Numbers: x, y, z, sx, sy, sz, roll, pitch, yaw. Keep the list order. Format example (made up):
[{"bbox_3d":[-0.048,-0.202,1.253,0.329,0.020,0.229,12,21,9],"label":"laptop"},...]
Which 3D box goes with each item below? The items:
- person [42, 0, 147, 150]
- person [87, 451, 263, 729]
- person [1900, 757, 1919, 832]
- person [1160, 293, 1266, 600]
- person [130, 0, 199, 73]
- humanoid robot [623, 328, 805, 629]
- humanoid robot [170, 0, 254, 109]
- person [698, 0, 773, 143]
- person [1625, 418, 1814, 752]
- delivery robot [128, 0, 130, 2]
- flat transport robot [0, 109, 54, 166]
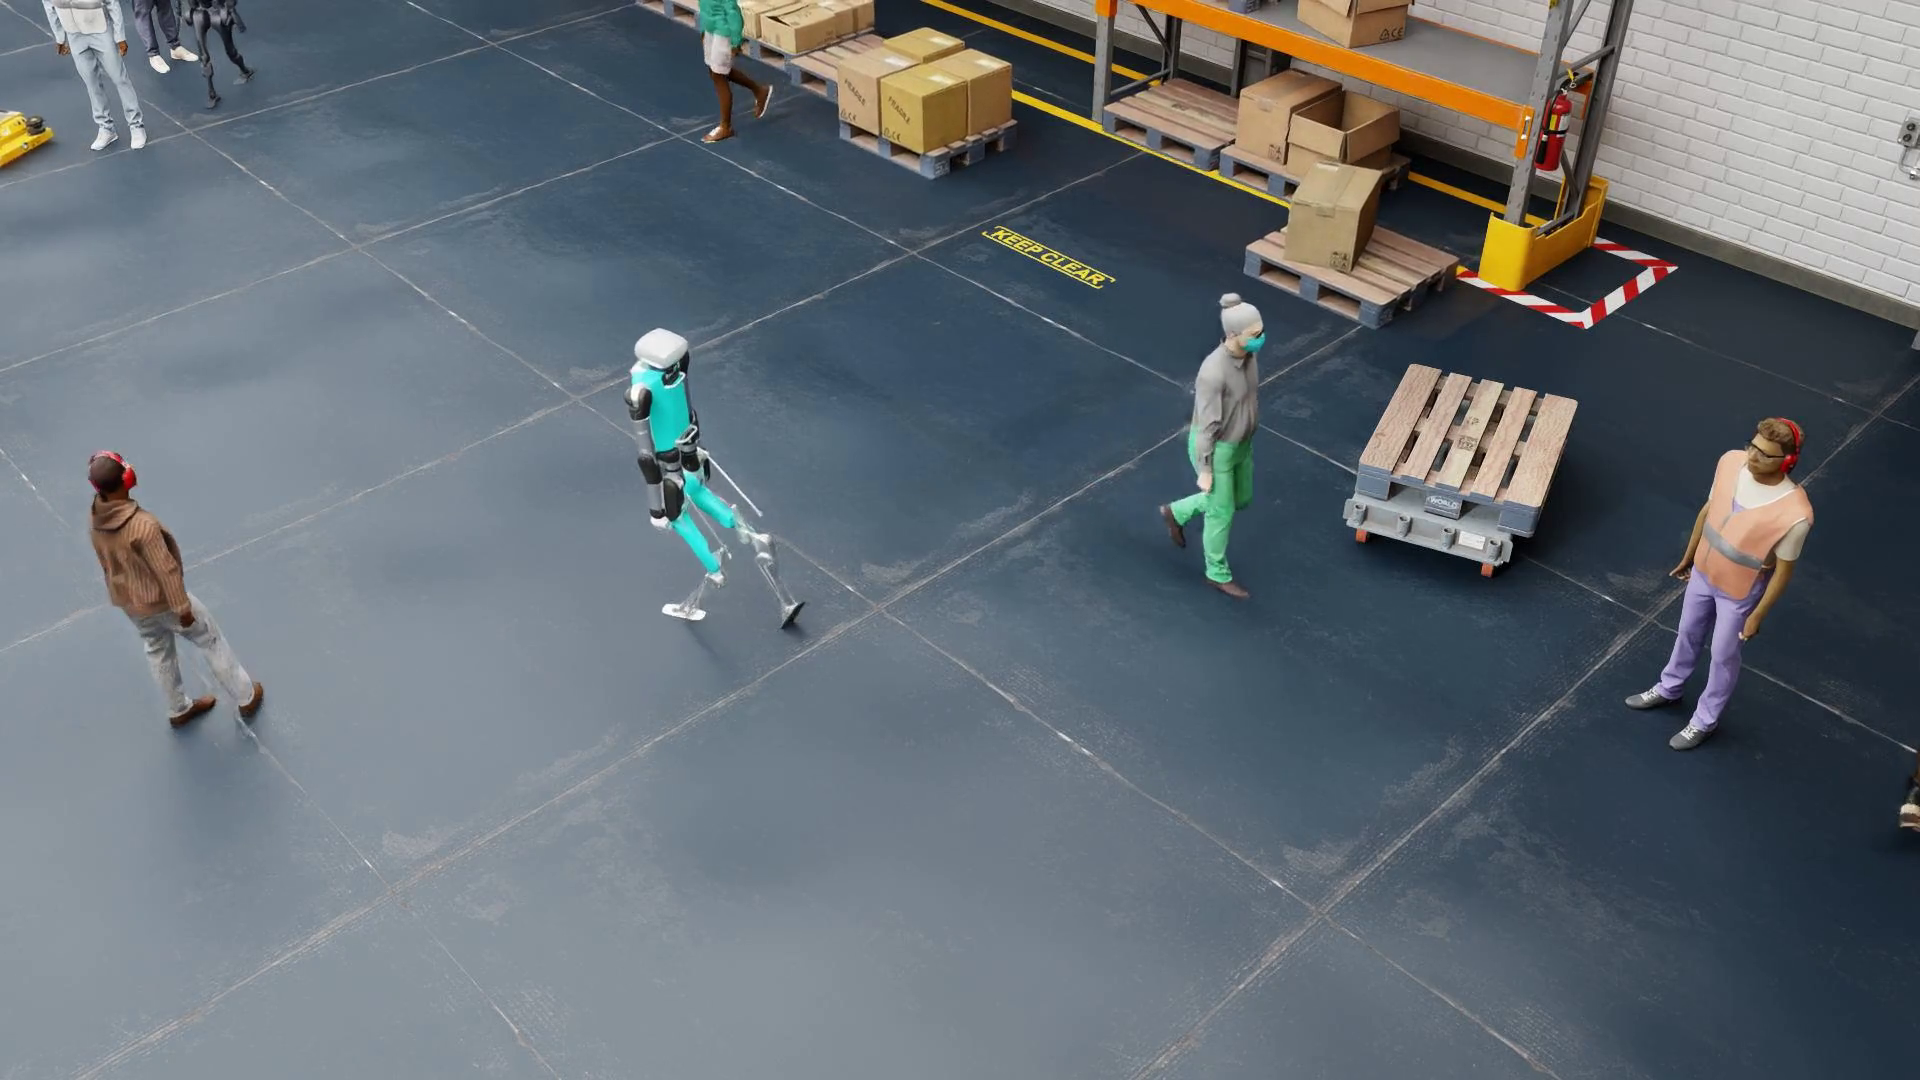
[{"bbox_3d":[-7.157,-4.168,13.684,0.593,1.918,0.389,-1,37,-2],"label":"person"},{"bbox_3d":[-3.850,0.240,8.076,0.496,1.632,0.490,14,39,18],"label":"person"},{"bbox_3d":[4.682,0.587,7.384,0.692,1.933,0.703,27,45,31],"label":"person"},{"bbox_3d":[1.381,-0.526,8.941,0.599,1.825,0.525,24,43,29],"label":"person"},{"bbox_3d":[-7.449,-5.244,15.149,0.410,1.867,0.792,19,41,24],"label":"person"},{"bbox_3d":[-1.194,-0.230,8.637,0.928,1.780,0.543,11,39,15],"label":"humanoid robot"},{"bbox_3d":[-6.609,-4.697,14.632,0.603,1.632,0.749,0,37,0],"label":"humanoid robot"},{"bbox_3d":[-1.926,-4.270,13.887,0.665,1.835,0.519,-21,42,-25],"label":"person"},{"bbox_3d":[3.683,0.201,7.956,0.391,1.849,0.563,-13,39,-16],"label":"person"},{"bbox_3d":[-8.728,-5.785,16.970,0.499,0.612,0.813,-12,39,-15],"label":"delivery robot"},{"bbox_3d":[-8.527,-3.452,14.103,1.431,0.231,0.659,10,38,13],"label":"flat transport robot"}]
